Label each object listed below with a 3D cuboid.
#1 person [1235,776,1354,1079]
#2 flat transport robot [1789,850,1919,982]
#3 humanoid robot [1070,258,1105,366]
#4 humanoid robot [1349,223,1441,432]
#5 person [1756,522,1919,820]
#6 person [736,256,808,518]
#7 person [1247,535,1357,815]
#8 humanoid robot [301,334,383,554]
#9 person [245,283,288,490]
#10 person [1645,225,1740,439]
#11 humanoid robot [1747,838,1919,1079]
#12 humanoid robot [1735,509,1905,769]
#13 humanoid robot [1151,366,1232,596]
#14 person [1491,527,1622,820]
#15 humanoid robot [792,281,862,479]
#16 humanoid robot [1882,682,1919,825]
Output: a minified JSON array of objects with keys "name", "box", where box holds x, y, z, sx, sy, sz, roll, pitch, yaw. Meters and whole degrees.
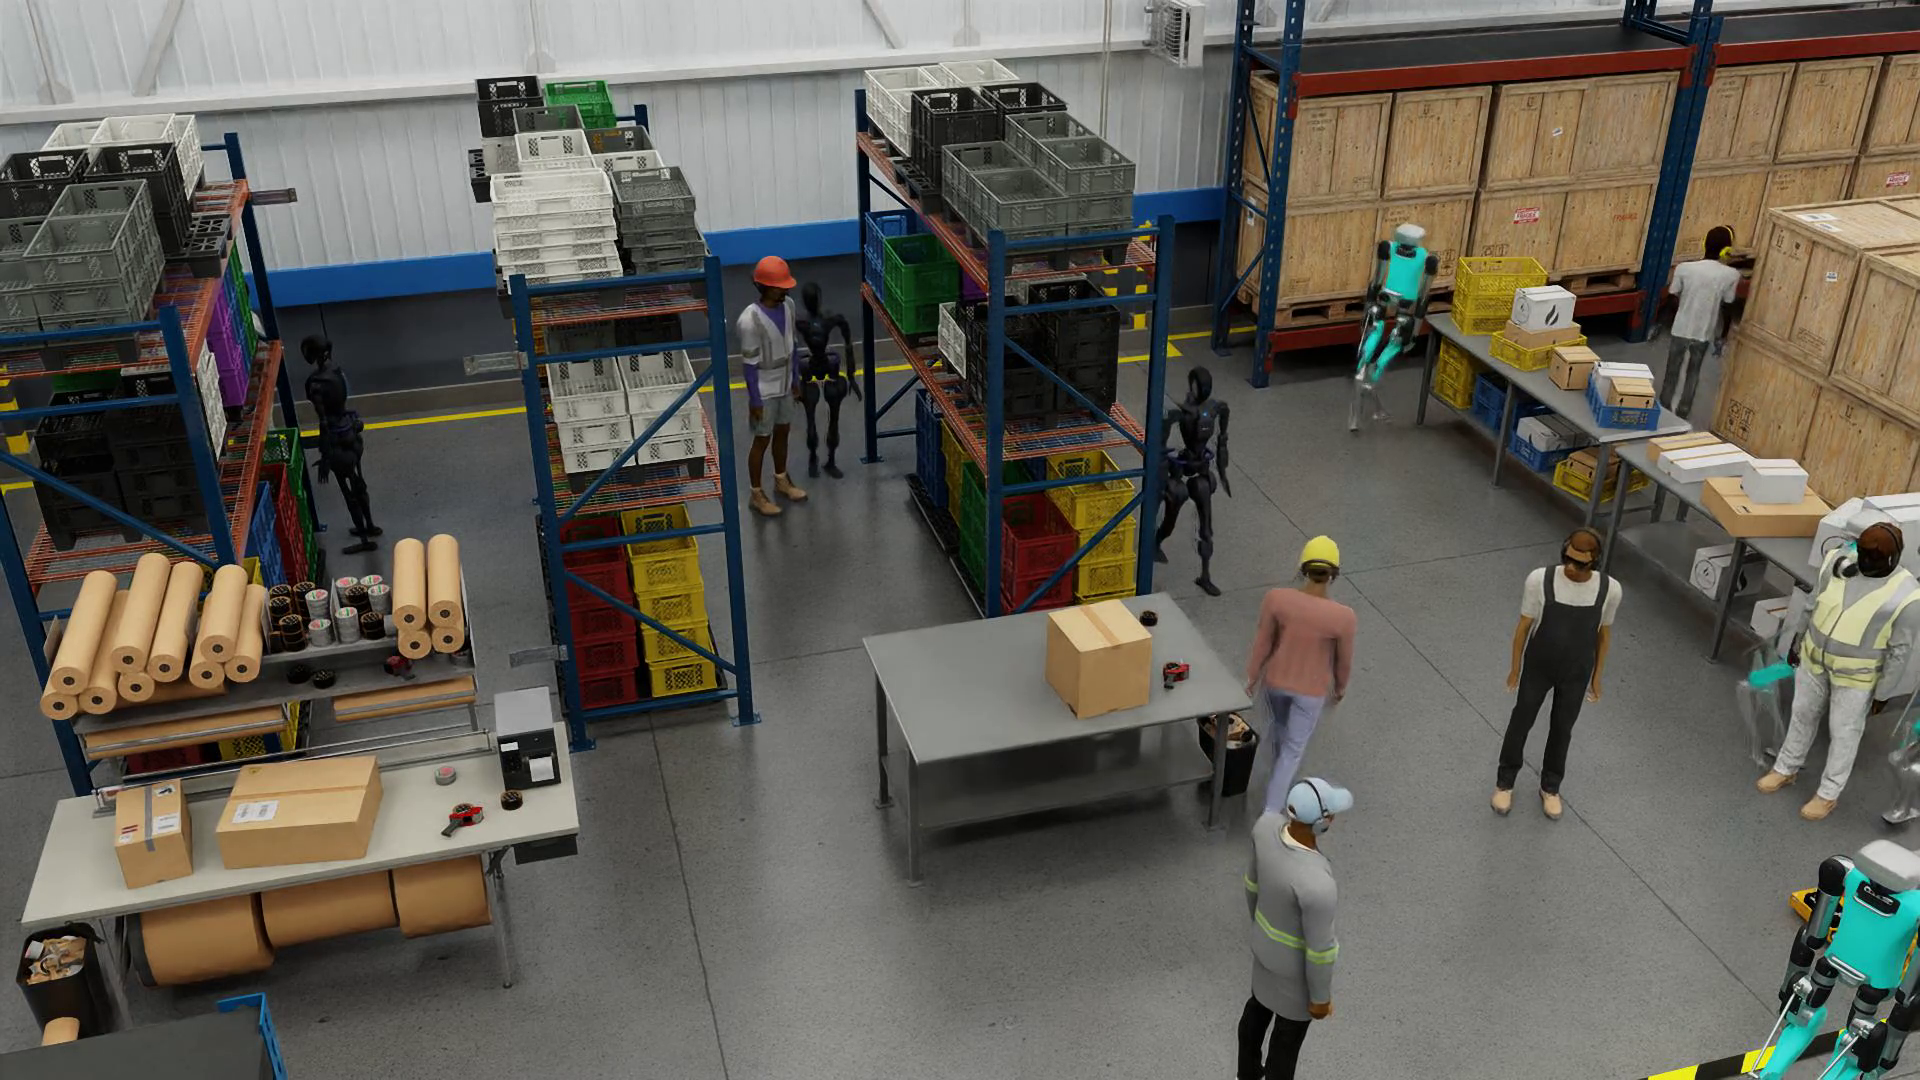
[{"name":"person","box":[1.460,1.796,7.250,0.382,1.851,0.596,-10,30,-17]},{"name":"flat transport robot","box":[5.163,1.916,8.676,1.431,0.231,0.659,-8,30,-14]},{"name":"humanoid robot","box":[0.914,-1.550,13.570,0.614,1.631,0.725,-15,32,-26]},{"name":"humanoid robot","box":[3.424,-1.679,13.711,0.899,1.768,0.578,-24,37,-37]},{"name":"person","box":[4.906,0.712,9.248,0.429,1.834,0.632,-15,32,-25]},{"name":"person","box":[-1.377,-1.149,12.430,0.410,2.034,0.603,17,33,28]},{"name":"person","box":[1.903,0.763,9.258,0.537,1.705,0.813,16,33,26]},{"name":"humanoid robot","box":[-4.467,-0.699,11.955,0.315,1.657,0.599,-2,29,-3]},{"name":"person","box":[-5.300,-1.094,12.488,0.316,1.870,0.530,-15,32,-25]},{"name":"person","box":[5.923,-1.683,13.582,0.595,1.846,0.555,6,29,12]},{"name":"humanoid robot","box":[3.503,2.022,6.823,0.735,1.673,0.533,-17,33,-28]},{"name":"humanoid robot","box":[4.851,0.555,9.631,0.540,1.784,0.765,-18,34,-30]},{"name":"humanoid robot","box":[1.595,-0.460,11.594,0.616,1.631,0.783,-12,31,-21]},{"name":"person","box":[3.302,0.732,9.198,0.504,1.840,0.344,6,29,11]},{"name":"humanoid robot","box":[-1.070,-1.235,12.946,0.611,1.650,0.342,-4,29,-7]},{"name":"humanoid robot","box":[5.392,0.891,9.078,0.807,1.831,0.541,-12,31,-20]}]
